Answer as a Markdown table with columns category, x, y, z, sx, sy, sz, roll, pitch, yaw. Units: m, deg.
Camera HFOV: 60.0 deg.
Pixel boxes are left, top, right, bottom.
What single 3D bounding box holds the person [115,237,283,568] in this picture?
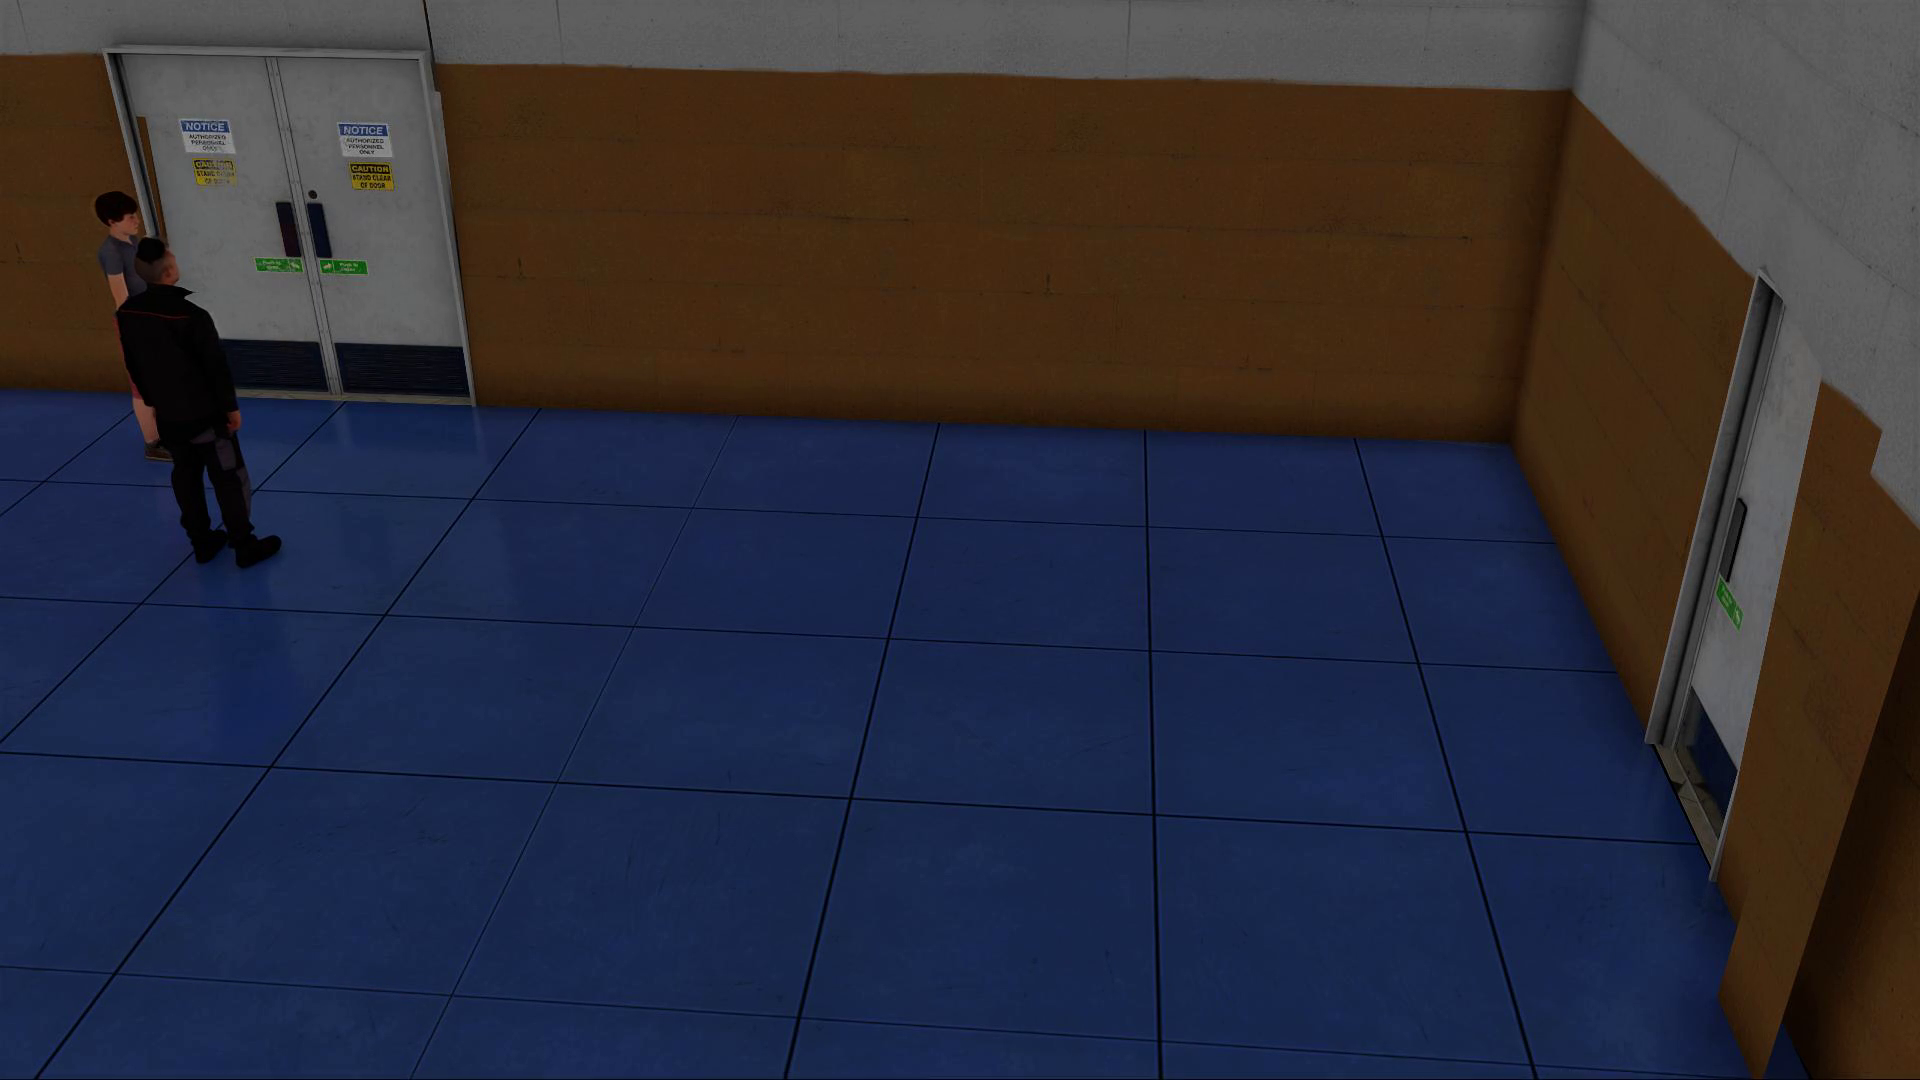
| category | x | y | z | sx | sy | sz | roll | pitch | yaw |
| --- | --- | --- | --- | --- | --- | --- | --- | --- | --- |
| person | -4.074 | -0.730 | 8.805 | 0.815 | 1.859 | 0.694 | 9 | 30 | 16 |

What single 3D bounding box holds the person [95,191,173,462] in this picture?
| category | x | y | z | sx | sy | sz | roll | pitch | yaw |
| --- | --- | --- | --- | --- | --- | --- | --- | --- | --- |
| person | -4.976 | -1.305 | 10.086 | 0.698 | 1.649 | 0.517 | -3 | 29 | -6 |
